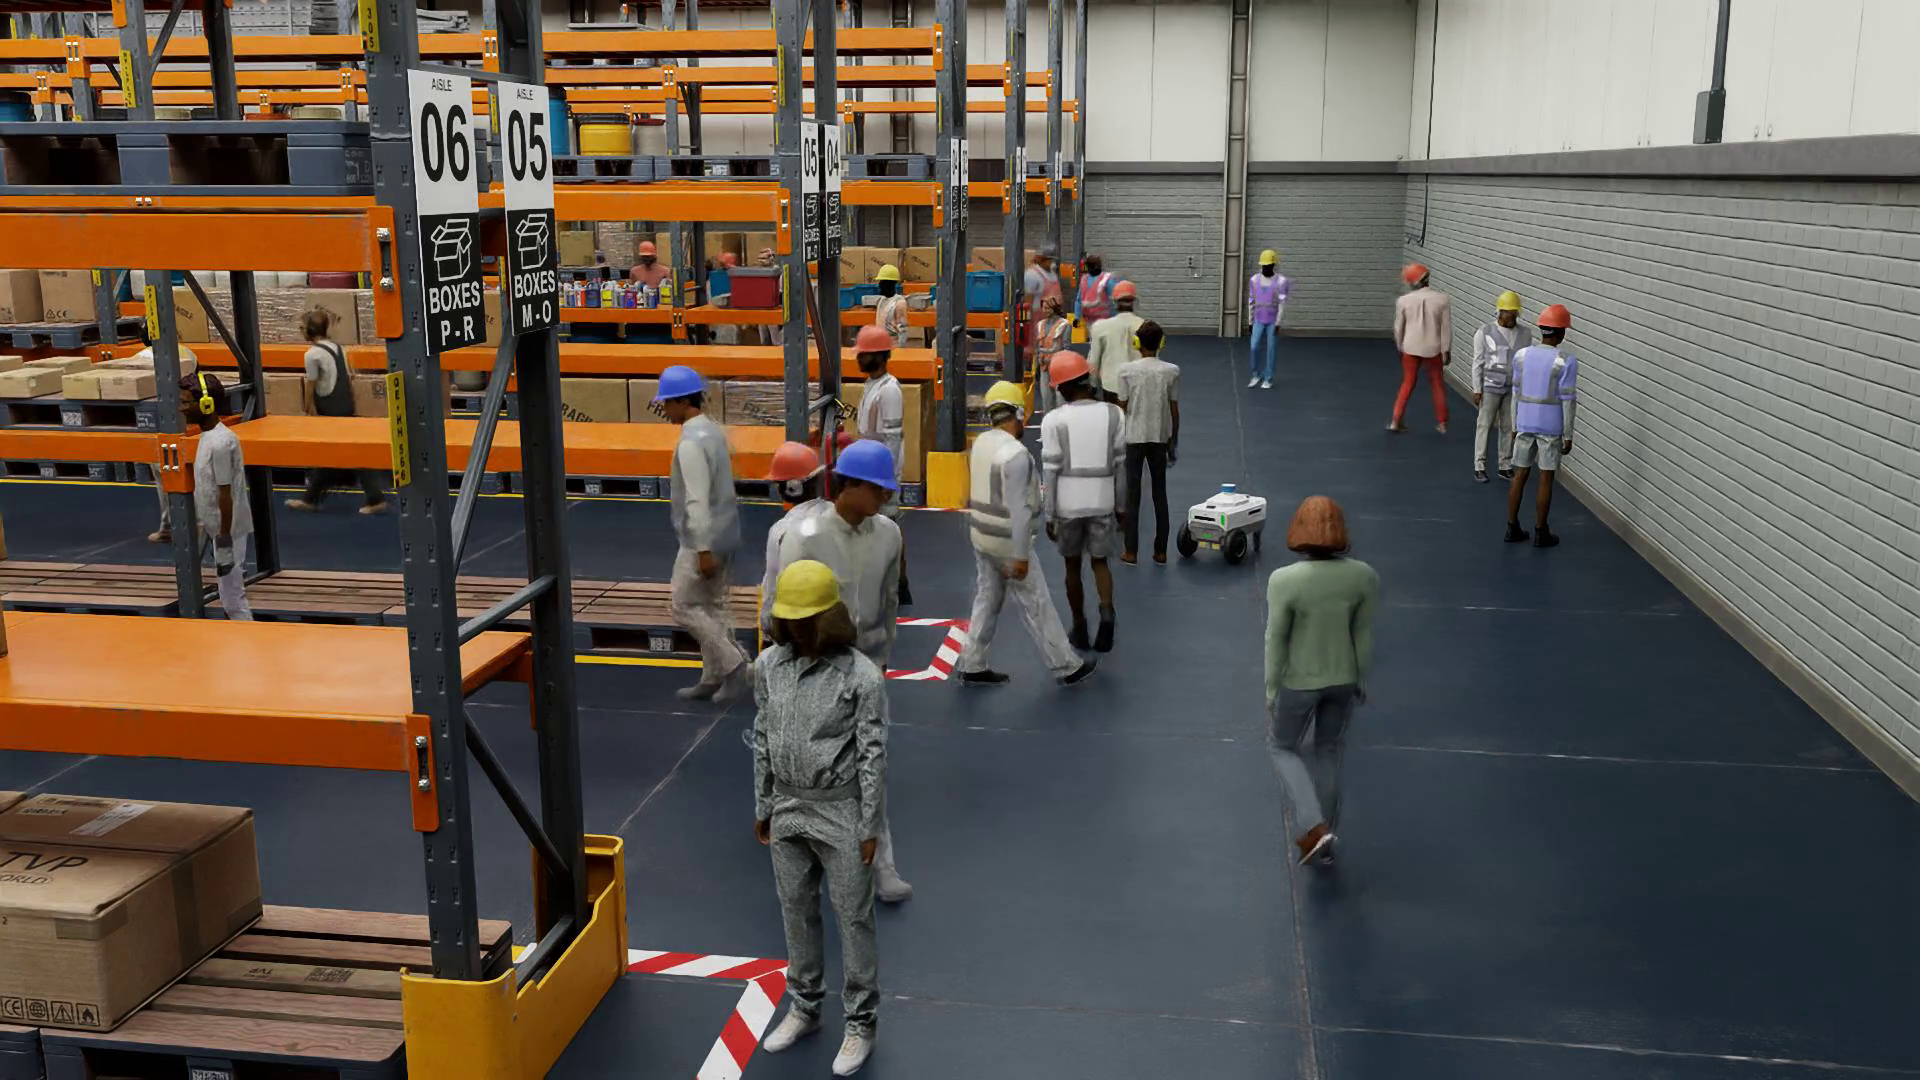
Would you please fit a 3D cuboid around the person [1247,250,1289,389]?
[{"bbox_3d":[4.185,-3.001,22.725,0.580,1.902,0.525,7,14,28],"label":"person"}]

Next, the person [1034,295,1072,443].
[{"bbox_3d":[1.021,-1.859,18.195,0.320,1.630,0.528,-12,17,-42],"label":"person"}]

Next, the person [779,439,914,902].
[{"bbox_3d":[-0.519,0.503,6.990,0.631,1.880,1.034,-7,14,-29],"label":"person"}]

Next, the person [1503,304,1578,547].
[{"bbox_3d":[4.632,-0.900,13.206,0.376,1.932,0.544,-10,16,-39],"label":"person"}]

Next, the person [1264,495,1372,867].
[{"bbox_3d":[1.523,0.621,7.038,0.505,1.622,0.429,-3,13,-15],"label":"person"}]

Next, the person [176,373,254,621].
[{"bbox_3d":[-4.154,-0.014,9.362,0.327,1.861,0.499,-7,15,-30],"label":"person"}]

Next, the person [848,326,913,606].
[{"bbox_3d":[-0.564,-0.488,11.423,0.441,1.923,0.617,-4,13,-16],"label":"person"}]

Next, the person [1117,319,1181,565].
[{"bbox_3d":[1.415,-0.731,12.601,0.499,1.861,0.325,-2,13,-8],"label":"person"}]

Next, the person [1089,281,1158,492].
[{"bbox_3d":[1.514,-1.453,15.635,0.619,1.945,1.000,-1,13,-5],"label":"person"}]

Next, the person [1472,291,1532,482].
[{"bbox_3d":[5.206,-1.468,15.974,0.590,1.833,0.404,-2,13,-9],"label":"person"}]

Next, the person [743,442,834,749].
[{"bbox_3d":[-0.764,0.371,7.967,0.923,1.694,0.568,8,15,32],"label":"person"}]

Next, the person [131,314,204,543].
[{"bbox_3d":[-6.387,-0.896,13.373,0.430,1.844,0.624,5,13,20],"label":"person"}]

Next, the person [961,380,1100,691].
[{"bbox_3d":[0.383,-0.019,9.547,0.756,1.779,0.625,-6,14,-26],"label":"person"}]

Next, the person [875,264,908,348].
[{"bbox_3d":[-0.788,-2.128,18.729,0.359,1.930,0.590,-7,14,-28],"label":"person"}]

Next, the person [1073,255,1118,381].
[{"bbox_3d":[1.870,-3.112,23.481,0.950,1.793,0.640,-10,16,-39],"label":"person"}]

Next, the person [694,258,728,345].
[{"bbox_3d":[-3.321,-2.848,22.265,0.453,1.814,0.734,-5,14,-23],"label":"person"}]

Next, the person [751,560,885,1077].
[{"bbox_3d":[-0.480,0.906,5.489,0.486,1.733,0.326,6,14,25],"label":"person"}]

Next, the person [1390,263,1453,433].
[{"bbox_3d":[5.274,-2.171,18.933,0.653,1.938,0.601,5,13,20],"label":"person"}]

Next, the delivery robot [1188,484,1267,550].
[{"bbox_3d":[2.082,-0.193,12.912,0.477,0.478,0.707,10,16,38],"label":"delivery robot"}]

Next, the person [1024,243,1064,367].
[{"bbox_3d":[1.085,-3.077,22.765,0.720,2.000,0.716,8,15,33],"label":"person"}]

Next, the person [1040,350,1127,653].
[{"bbox_3d":[0.769,-0.207,10.140,0.564,1.892,0.666,-2,13,-9],"label":"person"}]

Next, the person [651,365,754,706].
[{"bbox_3d":[-1.439,-0.010,9.215,0.505,1.917,0.616,2,13,7],"label":"person"}]

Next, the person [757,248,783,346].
[{"bbox_3d":[-2.680,-3.150,23.425,0.399,1.899,0.647,-11,17,-41],"label":"person"}]

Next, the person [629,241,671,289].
[{"bbox_3d":[-4.437,-3.281,23.828,0.640,1.979,0.434,0,12,1],"label":"person"}]

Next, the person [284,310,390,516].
[{"bbox_3d":[-5.408,-1.083,14.359,0.994,1.794,0.495,1,13,5],"label":"person"}]
